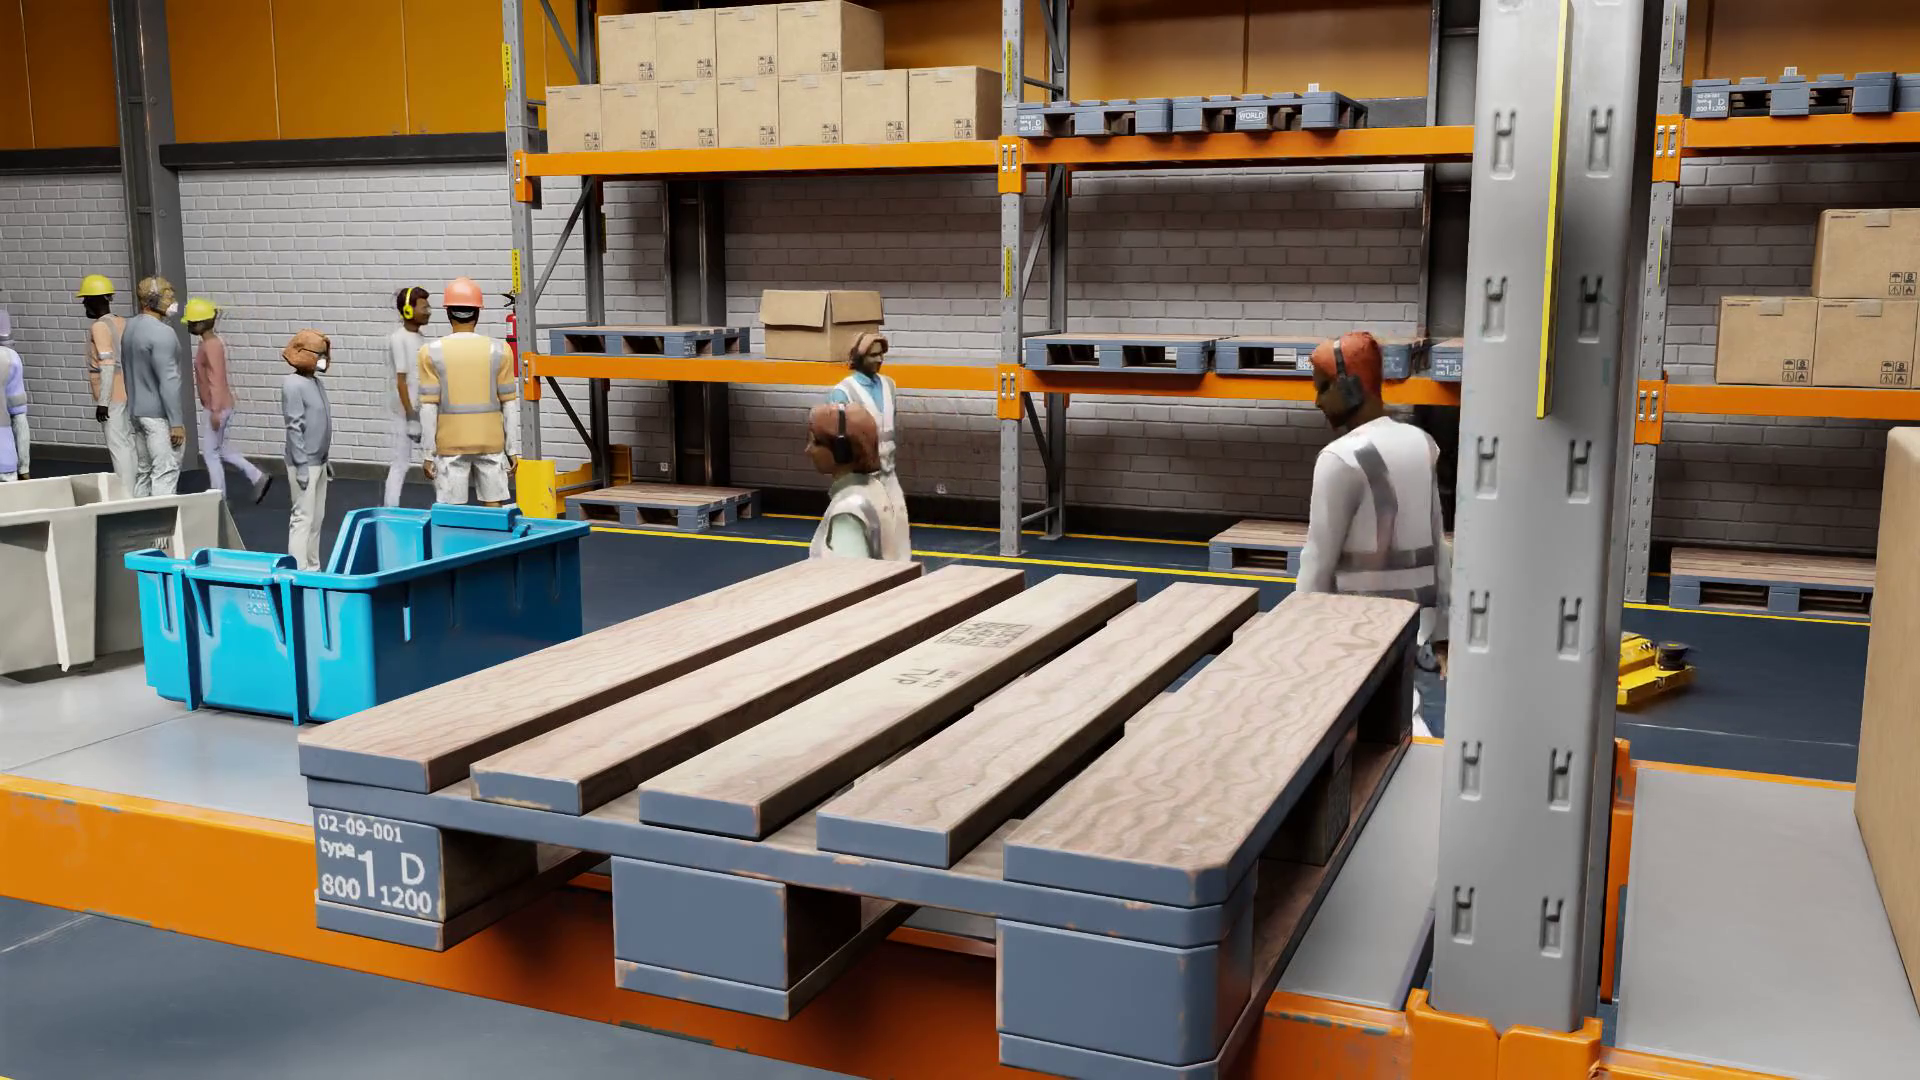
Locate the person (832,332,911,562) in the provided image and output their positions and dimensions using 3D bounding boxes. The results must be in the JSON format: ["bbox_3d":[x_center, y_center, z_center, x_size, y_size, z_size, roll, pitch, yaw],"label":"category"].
[{"bbox_3d":[-0.457,-0.374,9.559,0.629,1.617,0.534,8,13,41],"label":"person"}]

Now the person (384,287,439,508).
[{"bbox_3d":[-3.852,-0.907,12.097,0.897,1.835,0.564,1,10,5],"label":"person"}]

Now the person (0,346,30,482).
[{"bbox_3d":[-5.167,-0.383,8.707,0.542,1.928,0.374,-9,13,-44],"label":"person"}]

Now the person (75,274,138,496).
[{"bbox_3d":[-6.861,-1.167,13.405,0.384,1.924,0.593,-2,10,-13],"label":"person"}]

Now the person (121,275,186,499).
[{"bbox_3d":[-5.426,-0.813,11.258,0.630,1.935,0.369,9,13,42],"label":"person"}]

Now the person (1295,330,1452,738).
[{"bbox_3d":[1.236,0.272,5.141,1.082,1.815,0.603,8,12,40],"label":"person"}]

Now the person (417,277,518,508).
[{"bbox_3d":[-2.855,-0.551,9.679,0.550,1.935,0.376,-4,10,-23],"label":"person"}]

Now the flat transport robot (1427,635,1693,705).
[{"bbox_3d":[2.759,0.530,8.186,0.652,0.197,1.431,-8,13,-41],"label":"flat transport robot"}]

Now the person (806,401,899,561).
[{"bbox_3d":[-0.278,0.352,5.282,0.836,1.599,0.516,1,10,9],"label":"person"}]

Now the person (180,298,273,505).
[{"bbox_3d":[-5.892,-1.061,13.301,0.546,1.741,0.547,-4,10,-23],"label":"person"}]

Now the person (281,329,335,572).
[{"bbox_3d":[-3.859,-0.434,9.899,0.280,1.630,0.498,0,9,-3],"label":"person"}]

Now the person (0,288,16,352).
[{"bbox_3d":[-9.483,-1.652,16.281,0.553,1.934,0.363,0,9,2],"label":"person"}]
